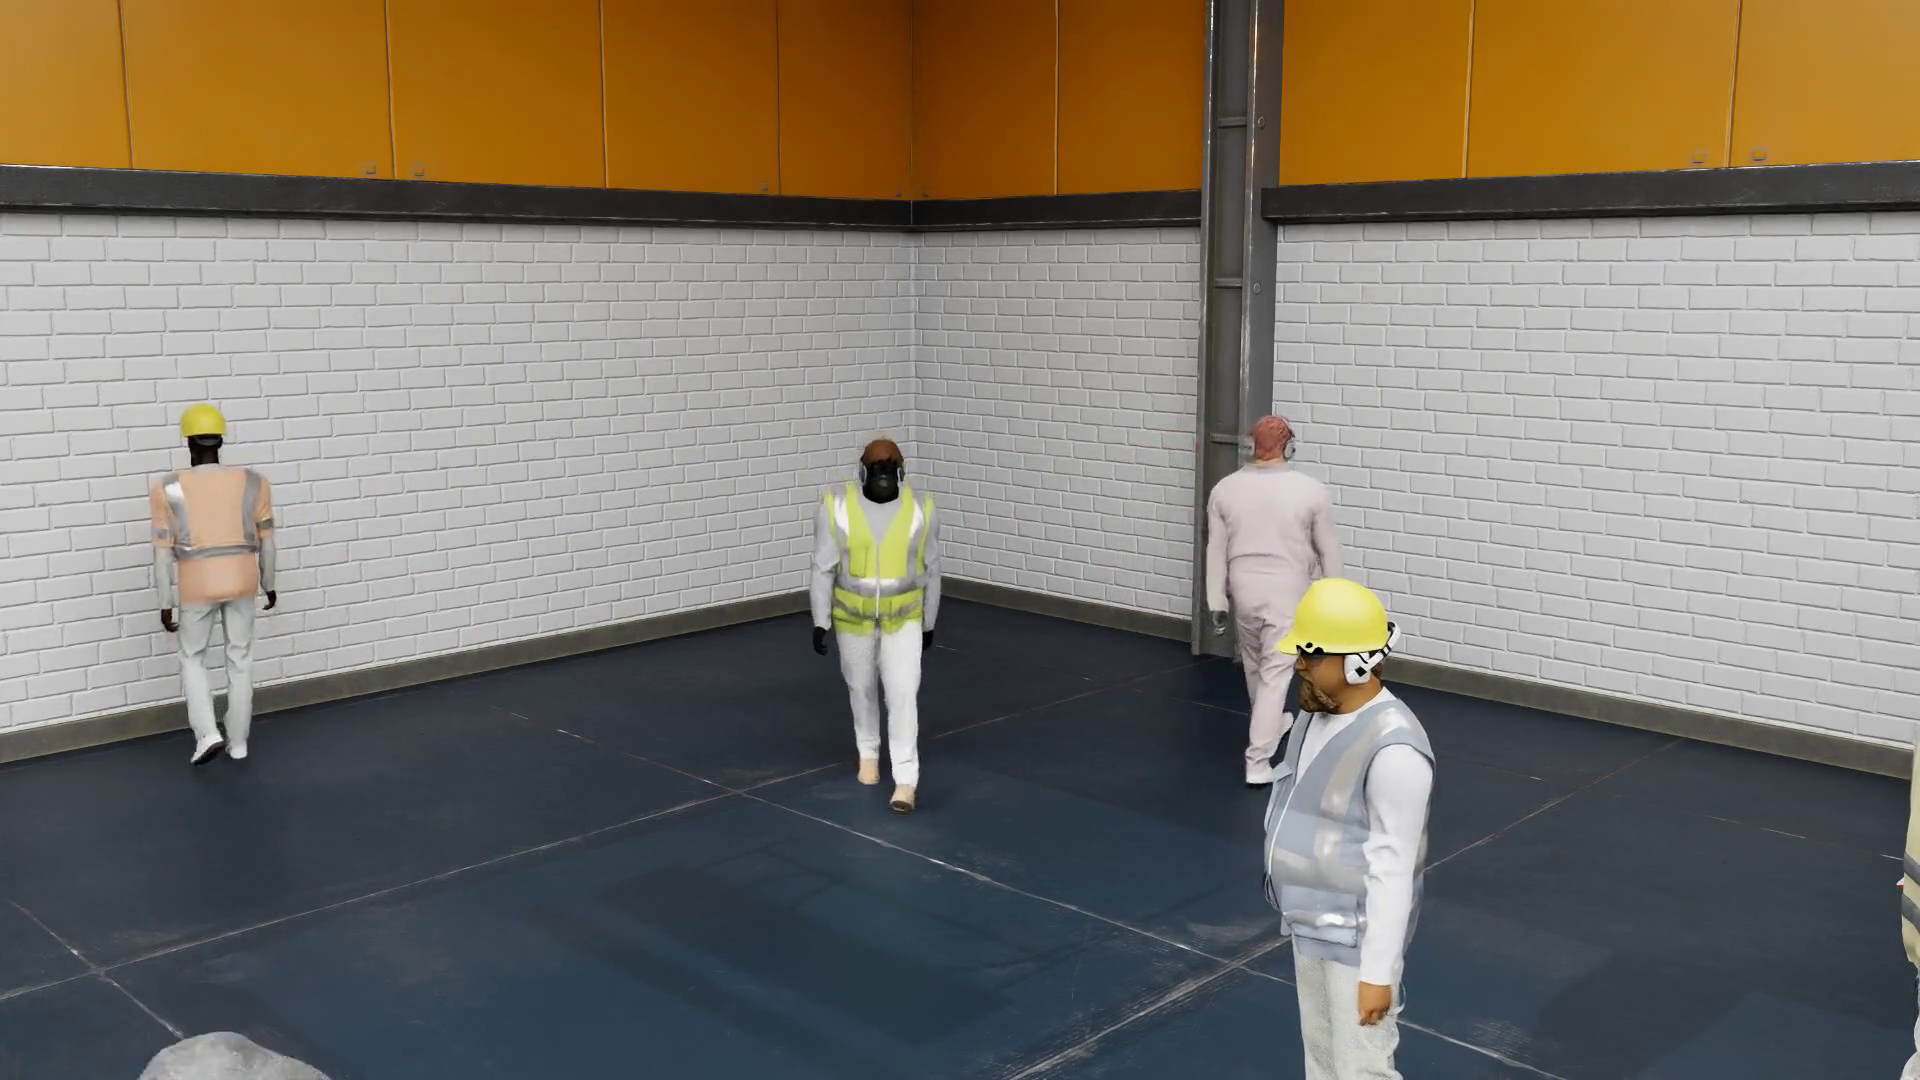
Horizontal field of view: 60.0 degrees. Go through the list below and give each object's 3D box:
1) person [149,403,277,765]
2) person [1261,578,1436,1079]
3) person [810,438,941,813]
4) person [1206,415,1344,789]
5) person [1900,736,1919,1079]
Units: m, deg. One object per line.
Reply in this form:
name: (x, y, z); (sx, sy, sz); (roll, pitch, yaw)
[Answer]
person: (-3.881, 0.242, 8.700); (0.615, 1.918, 0.410); (-6, 11, -32)
person: (0.991, 1.000, 4.353); (0.403, 1.826, 0.591); (-2, 9, -11)
person: (-0.407, 0.401, 8.134); (0.638, 1.787, 0.979); (0, 9, -2)
person: (1.659, 0.290, 8.578); (0.651, 1.863, 0.943); (7, 11, 35)
person: (2.553, 1.032, 4.109); (0.403, 1.837, 0.590); (2, 9, 11)
